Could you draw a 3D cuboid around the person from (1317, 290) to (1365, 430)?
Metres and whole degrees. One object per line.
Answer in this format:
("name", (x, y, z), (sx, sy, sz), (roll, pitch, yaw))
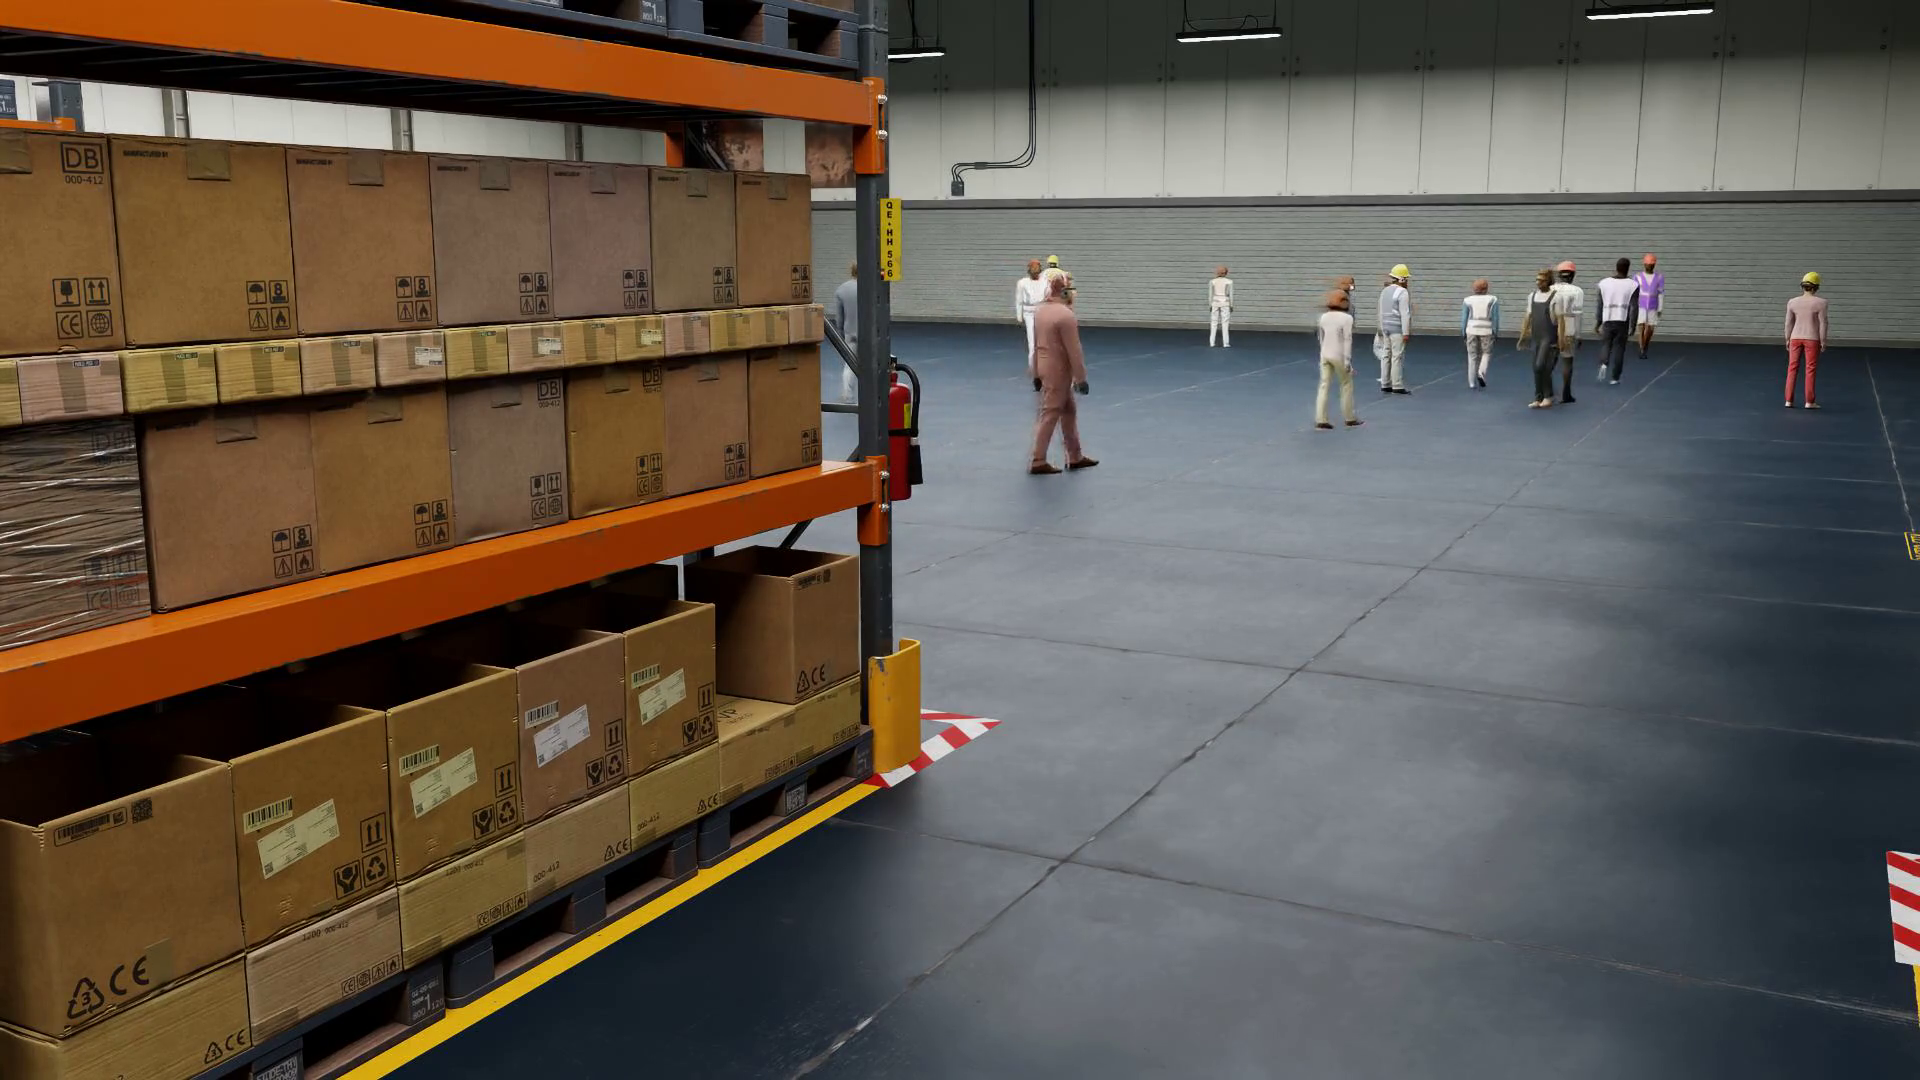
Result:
("person", (4.420, -2.084, 19.263), (0.739, 1.600, 0.528), (-7, 13, -35))

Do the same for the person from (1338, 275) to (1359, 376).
("person", (6.150, -3.468, 26.862), (0.757, 1.608, 0.506), (10, 15, 44))

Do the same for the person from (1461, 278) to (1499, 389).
("person", (7.598, -3.019, 24.338), (0.534, 1.622, 0.373), (5, 11, 23))

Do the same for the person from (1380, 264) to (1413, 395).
("person", (6.152, -2.957, 23.432), (0.404, 1.835, 0.589), (-3, 11, -18))

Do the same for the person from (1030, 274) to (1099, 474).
("person", (1.043, -1.557, 15.674), (0.876, 1.869, 0.665), (-4, 11, -19))

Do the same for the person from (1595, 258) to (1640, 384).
("person", (9.886, -3.289, 25.041), (0.620, 1.906, 0.490), (7, 13, 35))

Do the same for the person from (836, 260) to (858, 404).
("person", (-1.289, -2.623, 21.331), (0.635, 1.936, 0.354), (5, 12, 26))

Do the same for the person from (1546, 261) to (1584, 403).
("person", (8.036, -2.778, 22.277), (0.616, 1.903, 0.610), (10, 14, 42))

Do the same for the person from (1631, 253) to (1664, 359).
("person", (12.540, -4.274, 30.388), (0.550, 1.920, 0.671), (2, 11, 13))

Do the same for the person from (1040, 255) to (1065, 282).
("person", (2.025, -5.190, 35.645), (0.620, 1.815, 0.610), (4, 11, 18))

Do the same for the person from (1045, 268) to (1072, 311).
("person", (1.427, -3.104, 24.447), (0.519, 1.761, 0.335), (10, 14, 43))

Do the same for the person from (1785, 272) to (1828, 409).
("person", (10.961, -2.578, 21.548), (0.315, 1.770, 0.524), (-9, 14, -40))

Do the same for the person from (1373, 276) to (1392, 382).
("person", (6.555, -3.215, 25.398), (0.518, 1.630, 0.414), (-8, 13, -38))

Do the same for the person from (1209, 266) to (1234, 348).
("person", (5.238, -4.675, 33.358), (0.515, 1.631, 0.314), (5, 12, 26))

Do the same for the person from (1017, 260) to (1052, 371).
("person", (1.246, -3.643, 27.176), (0.594, 1.831, 0.982), (-3, 11, -15))

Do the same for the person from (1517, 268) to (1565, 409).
("person", (7.506, -2.590, 21.452), (0.425, 1.827, 0.525), (-5, 12, -28))
